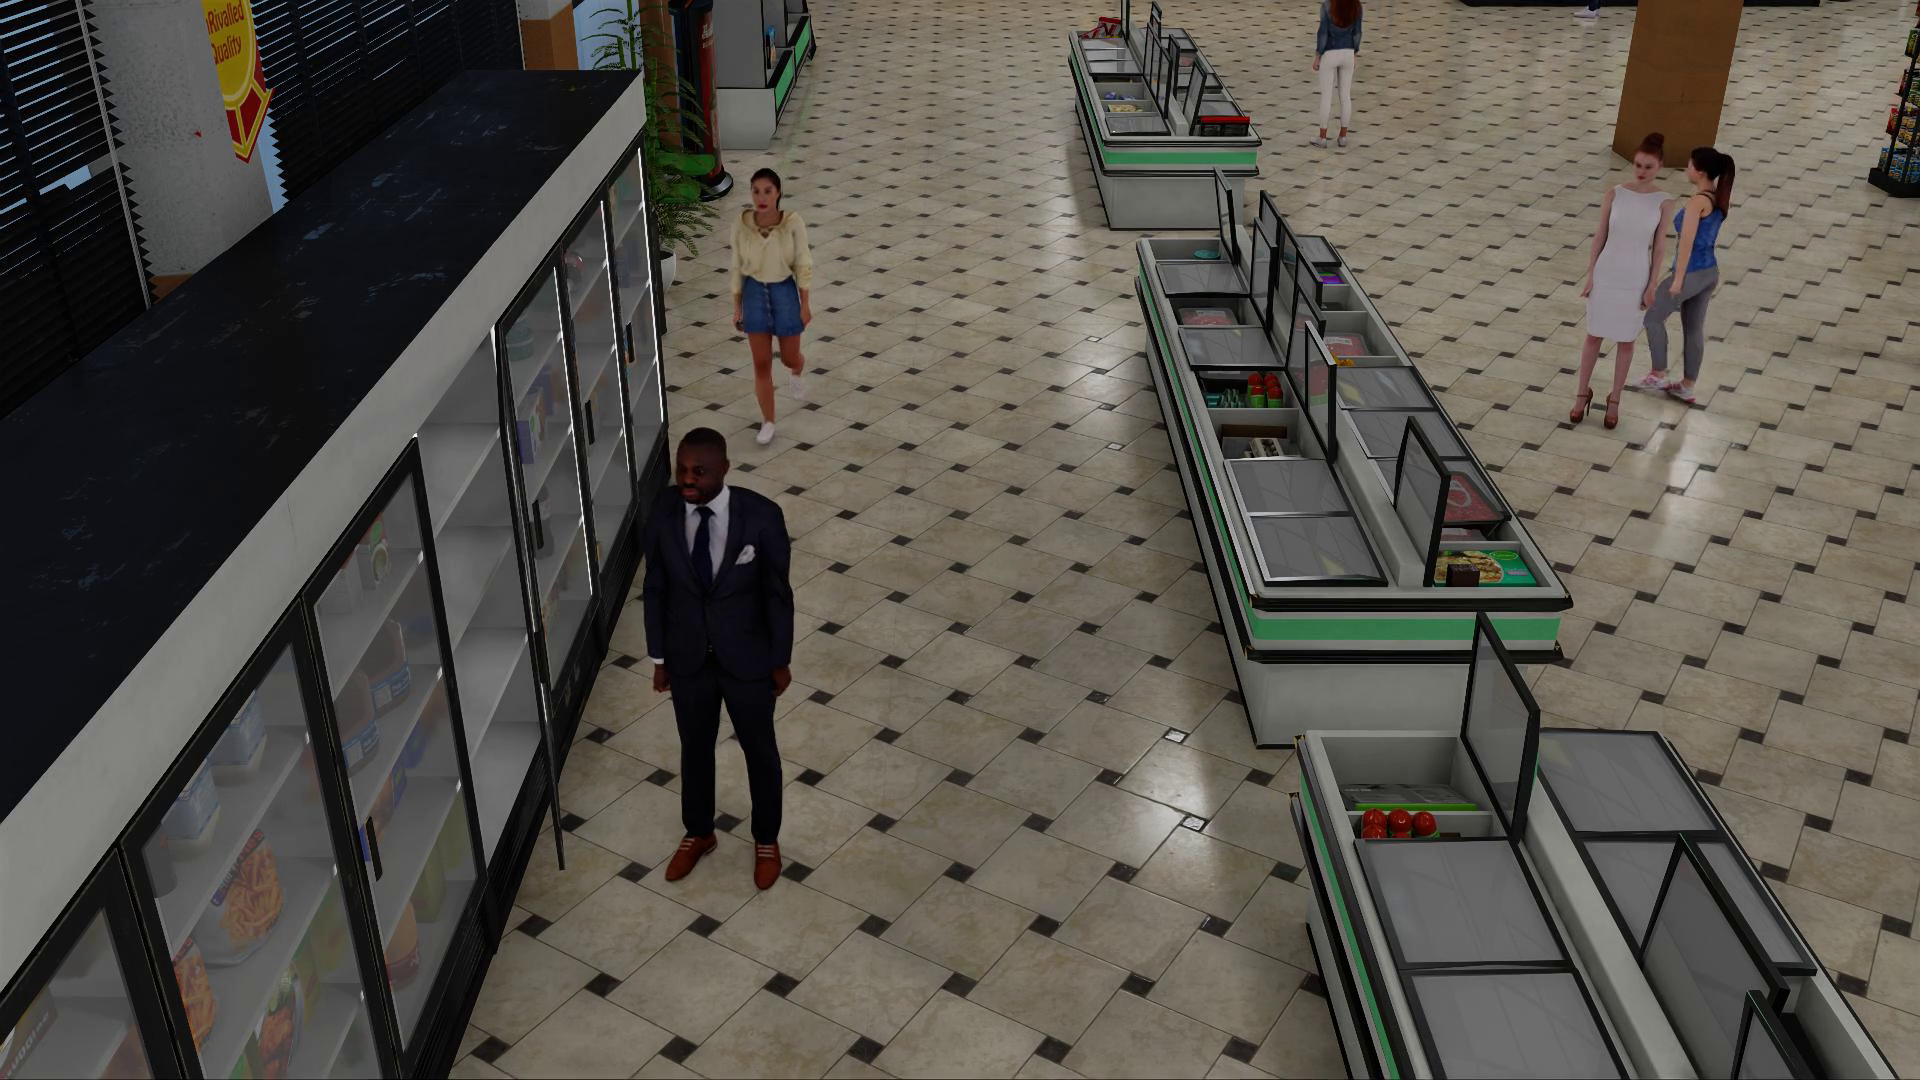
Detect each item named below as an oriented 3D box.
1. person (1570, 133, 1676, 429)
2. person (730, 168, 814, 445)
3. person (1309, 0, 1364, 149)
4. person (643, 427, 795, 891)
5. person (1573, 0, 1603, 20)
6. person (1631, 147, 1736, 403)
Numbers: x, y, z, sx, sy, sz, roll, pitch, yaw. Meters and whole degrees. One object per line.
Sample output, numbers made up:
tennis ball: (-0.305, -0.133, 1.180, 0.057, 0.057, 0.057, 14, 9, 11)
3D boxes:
person: (3.952, -1.530, 9.922, 0.631, 1.801, 0.629, 14, 30, 26)
person: (-1.103, -1.412, 9.893, 0.703, 1.617, 0.964, 3, 27, 5)
person: (3.710, -4.721, 16.323, 0.642, 1.703, 0.556, -4, 27, -7)
person: (-0.868, 0.426, 6.040, 0.725, 1.824, 0.624, 4, 27, 7)
person: (8.870, -8.208, 23.020, 0.851, 1.864, 0.737, 17, 32, 30)
person: (4.588, -1.607, 10.303, 0.743, 1.593, 0.792, -16, 31, -28)
